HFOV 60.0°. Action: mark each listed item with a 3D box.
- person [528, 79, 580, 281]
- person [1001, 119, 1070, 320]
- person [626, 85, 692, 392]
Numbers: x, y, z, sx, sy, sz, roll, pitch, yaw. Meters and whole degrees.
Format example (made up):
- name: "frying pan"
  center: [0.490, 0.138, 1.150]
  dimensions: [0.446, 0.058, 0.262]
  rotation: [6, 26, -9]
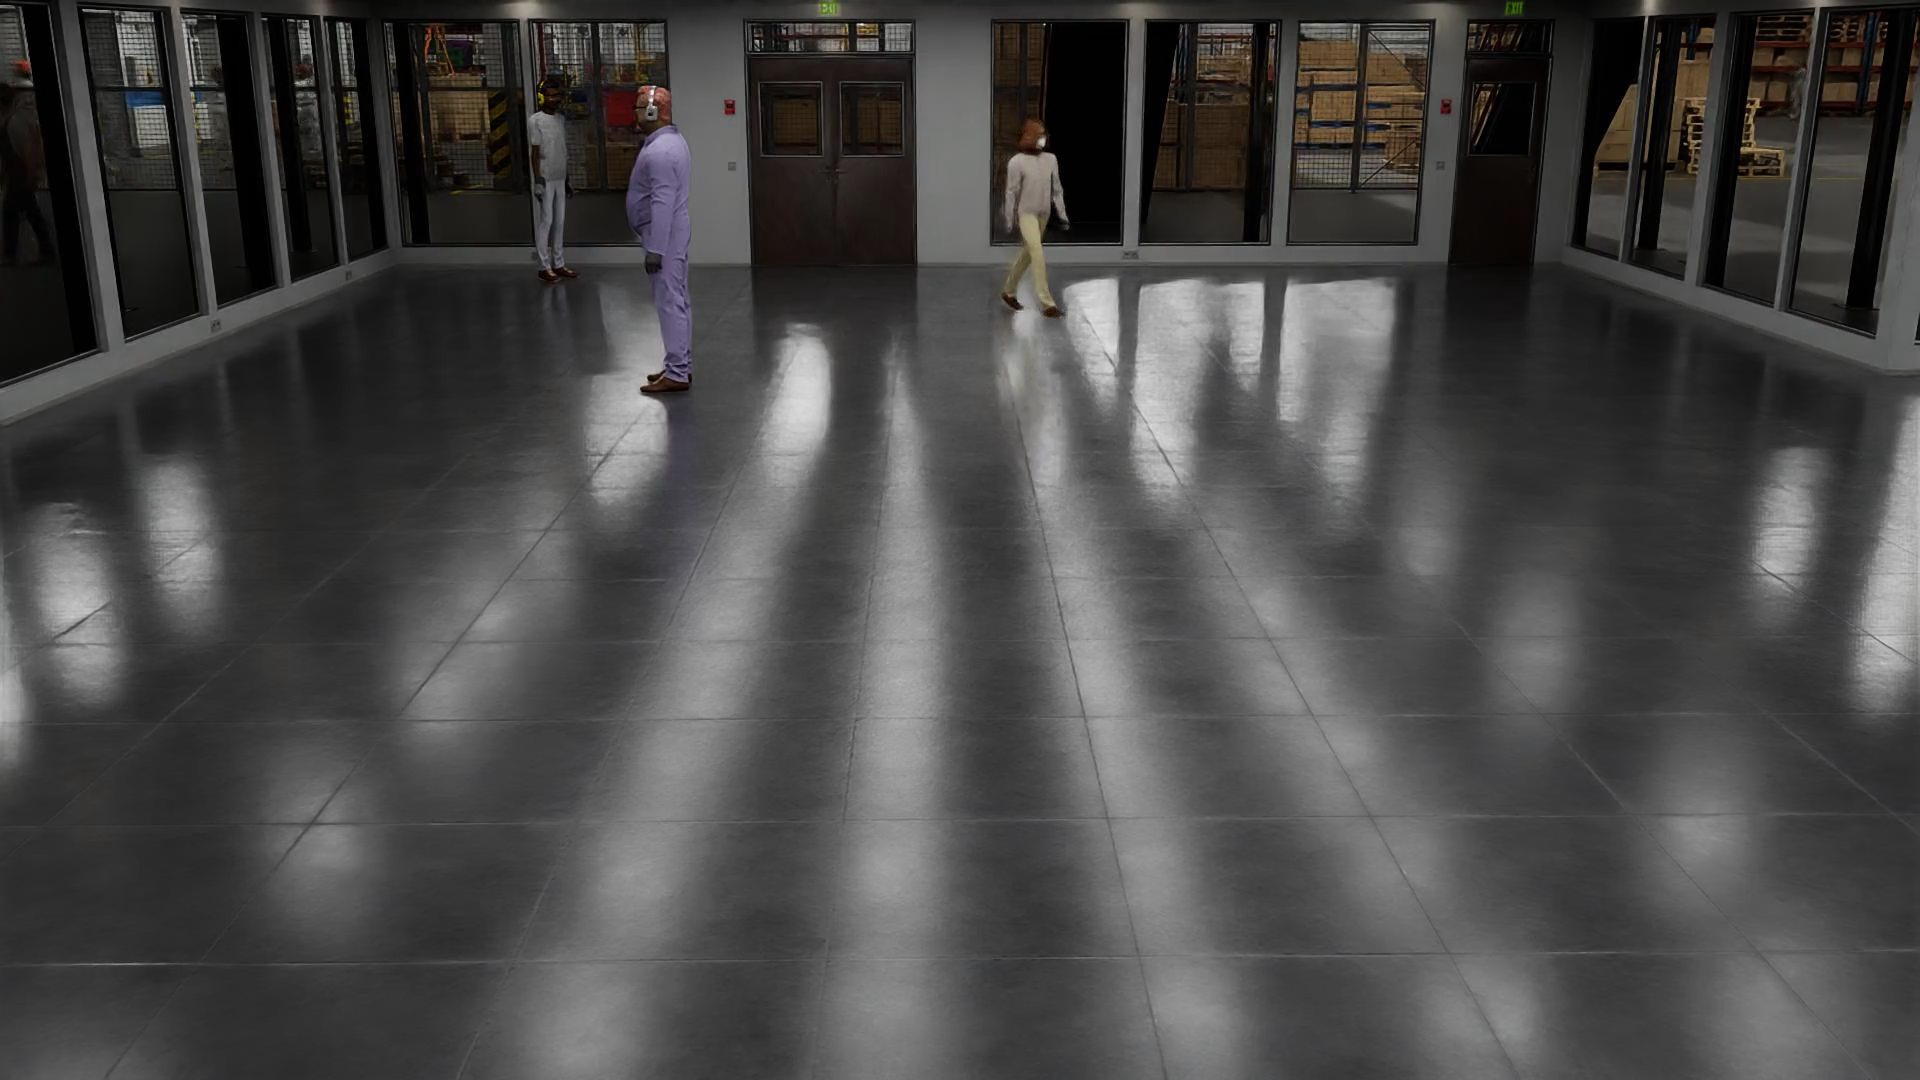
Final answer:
- name: "person"
  center: [-3.849, -3.398, 15.737]
  dimensions: [0.317, 1.870, 0.523]
  rotation: [7, 18, 23]
- name: "person"
  center: [0.592, -2.640, 13.643]
  dimensions: [0.503, 1.588, 0.884]
  rotation: [-14, 22, -40]
- name: "person"
  center: [-1.903, -1.897, 10.557]
  dimensions: [0.406, 1.910, 0.639]
  rotation: [0, 16, -1]
